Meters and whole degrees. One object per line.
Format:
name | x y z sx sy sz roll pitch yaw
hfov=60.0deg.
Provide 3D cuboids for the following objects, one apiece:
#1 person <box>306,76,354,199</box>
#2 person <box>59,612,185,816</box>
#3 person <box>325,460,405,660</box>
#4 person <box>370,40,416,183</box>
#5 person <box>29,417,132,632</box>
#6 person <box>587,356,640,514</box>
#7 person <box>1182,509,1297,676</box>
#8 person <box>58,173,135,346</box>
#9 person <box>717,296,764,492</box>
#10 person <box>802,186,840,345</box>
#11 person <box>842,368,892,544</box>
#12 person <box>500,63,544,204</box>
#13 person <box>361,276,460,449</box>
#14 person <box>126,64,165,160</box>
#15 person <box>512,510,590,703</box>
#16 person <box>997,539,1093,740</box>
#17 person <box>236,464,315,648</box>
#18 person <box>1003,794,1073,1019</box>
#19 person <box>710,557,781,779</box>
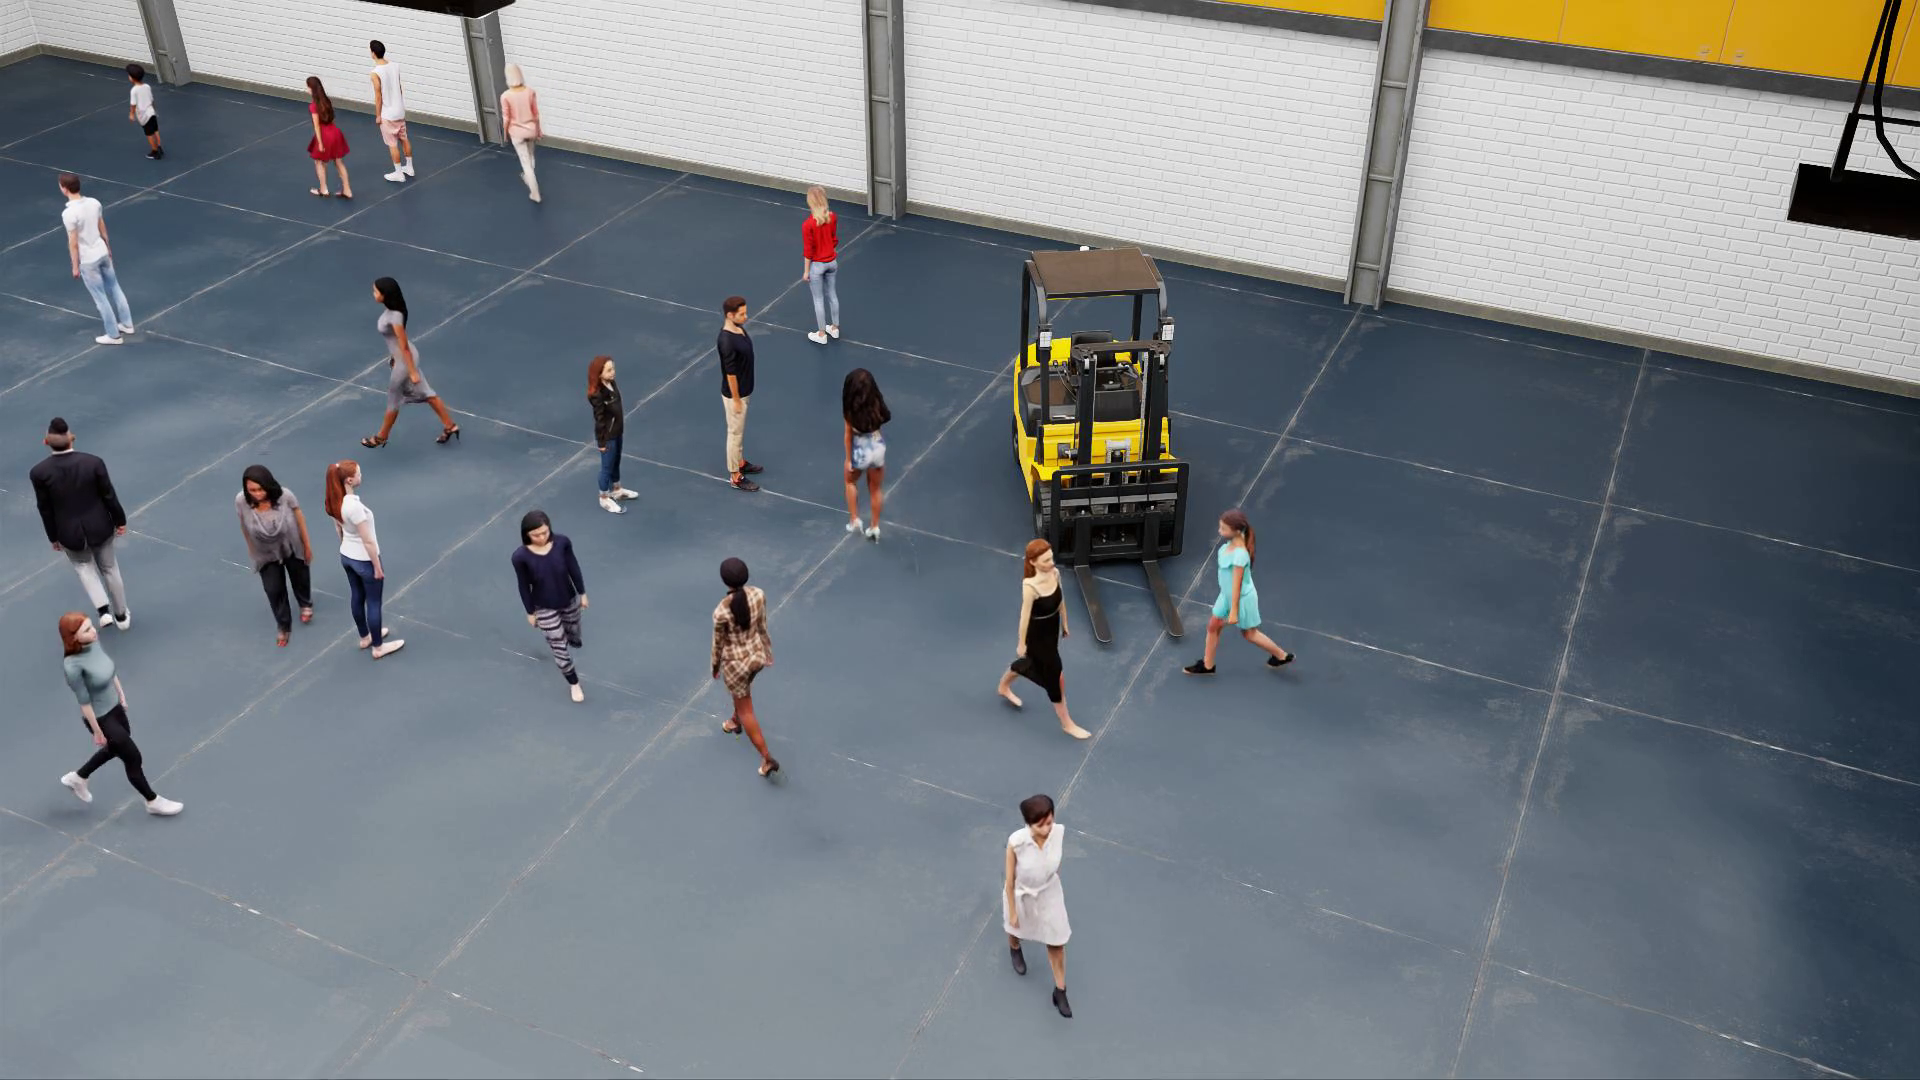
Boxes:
person | -7.832 -5.002 20.759 0.784 1.534 0.561 12 36 18
person | -5.848 1.207 11.246 1.087 1.724 0.874 -1 34 -1
person | -4.645 0.152 12.820 0.527 1.738 0.666 21 39 29
person | -7.273 -5.487 21.257 0.555 1.789 0.625 14 36 20
person | -6.813 -0.065 12.965 0.886 1.939 0.930 -17 37 -24
person | -3.111 -0.965 14.730 0.611 1.484 0.624 5 34 8
person | 2.188 0.435 12.599 1.157 1.510 0.880 0 34 0
person | -9.034 -2.936 17.363 0.635 1.852 0.708 7 34 10
person | -2.018 -1.341 14.966 0.668 1.849 0.708 2 34 3
person | -1.451 -2.877 17.409 0.619 1.704 0.679 29 43 36
person | -0.759 -0.671 14.176 0.738 1.608 0.803 -21 39 -28
person | -5.392 -5.027 20.645 0.894 1.700 1.081 -23 40 -30
person | -5.050 -1.617 15.486 1.173 1.733 1.041 -8 34 -12
person | -10.760 -5.659 21.999 0.576 1.254 0.524 10 35 15
person | -3.060 0.419 12.447 0.908 1.707 0.992 -20 39 -28
person | 0.522 0.670 12.190 1.124 1.573 0.709 22 39 29
person | -5.394 0.003 13.196 0.881 1.570 0.937 -11 35 -17
person | 0.401 2.101 10.081 0.922 1.525 0.977 -10 35 -15
person | -1.484 0.927 11.639 0.840 1.754 1.089 -27 42 -34
